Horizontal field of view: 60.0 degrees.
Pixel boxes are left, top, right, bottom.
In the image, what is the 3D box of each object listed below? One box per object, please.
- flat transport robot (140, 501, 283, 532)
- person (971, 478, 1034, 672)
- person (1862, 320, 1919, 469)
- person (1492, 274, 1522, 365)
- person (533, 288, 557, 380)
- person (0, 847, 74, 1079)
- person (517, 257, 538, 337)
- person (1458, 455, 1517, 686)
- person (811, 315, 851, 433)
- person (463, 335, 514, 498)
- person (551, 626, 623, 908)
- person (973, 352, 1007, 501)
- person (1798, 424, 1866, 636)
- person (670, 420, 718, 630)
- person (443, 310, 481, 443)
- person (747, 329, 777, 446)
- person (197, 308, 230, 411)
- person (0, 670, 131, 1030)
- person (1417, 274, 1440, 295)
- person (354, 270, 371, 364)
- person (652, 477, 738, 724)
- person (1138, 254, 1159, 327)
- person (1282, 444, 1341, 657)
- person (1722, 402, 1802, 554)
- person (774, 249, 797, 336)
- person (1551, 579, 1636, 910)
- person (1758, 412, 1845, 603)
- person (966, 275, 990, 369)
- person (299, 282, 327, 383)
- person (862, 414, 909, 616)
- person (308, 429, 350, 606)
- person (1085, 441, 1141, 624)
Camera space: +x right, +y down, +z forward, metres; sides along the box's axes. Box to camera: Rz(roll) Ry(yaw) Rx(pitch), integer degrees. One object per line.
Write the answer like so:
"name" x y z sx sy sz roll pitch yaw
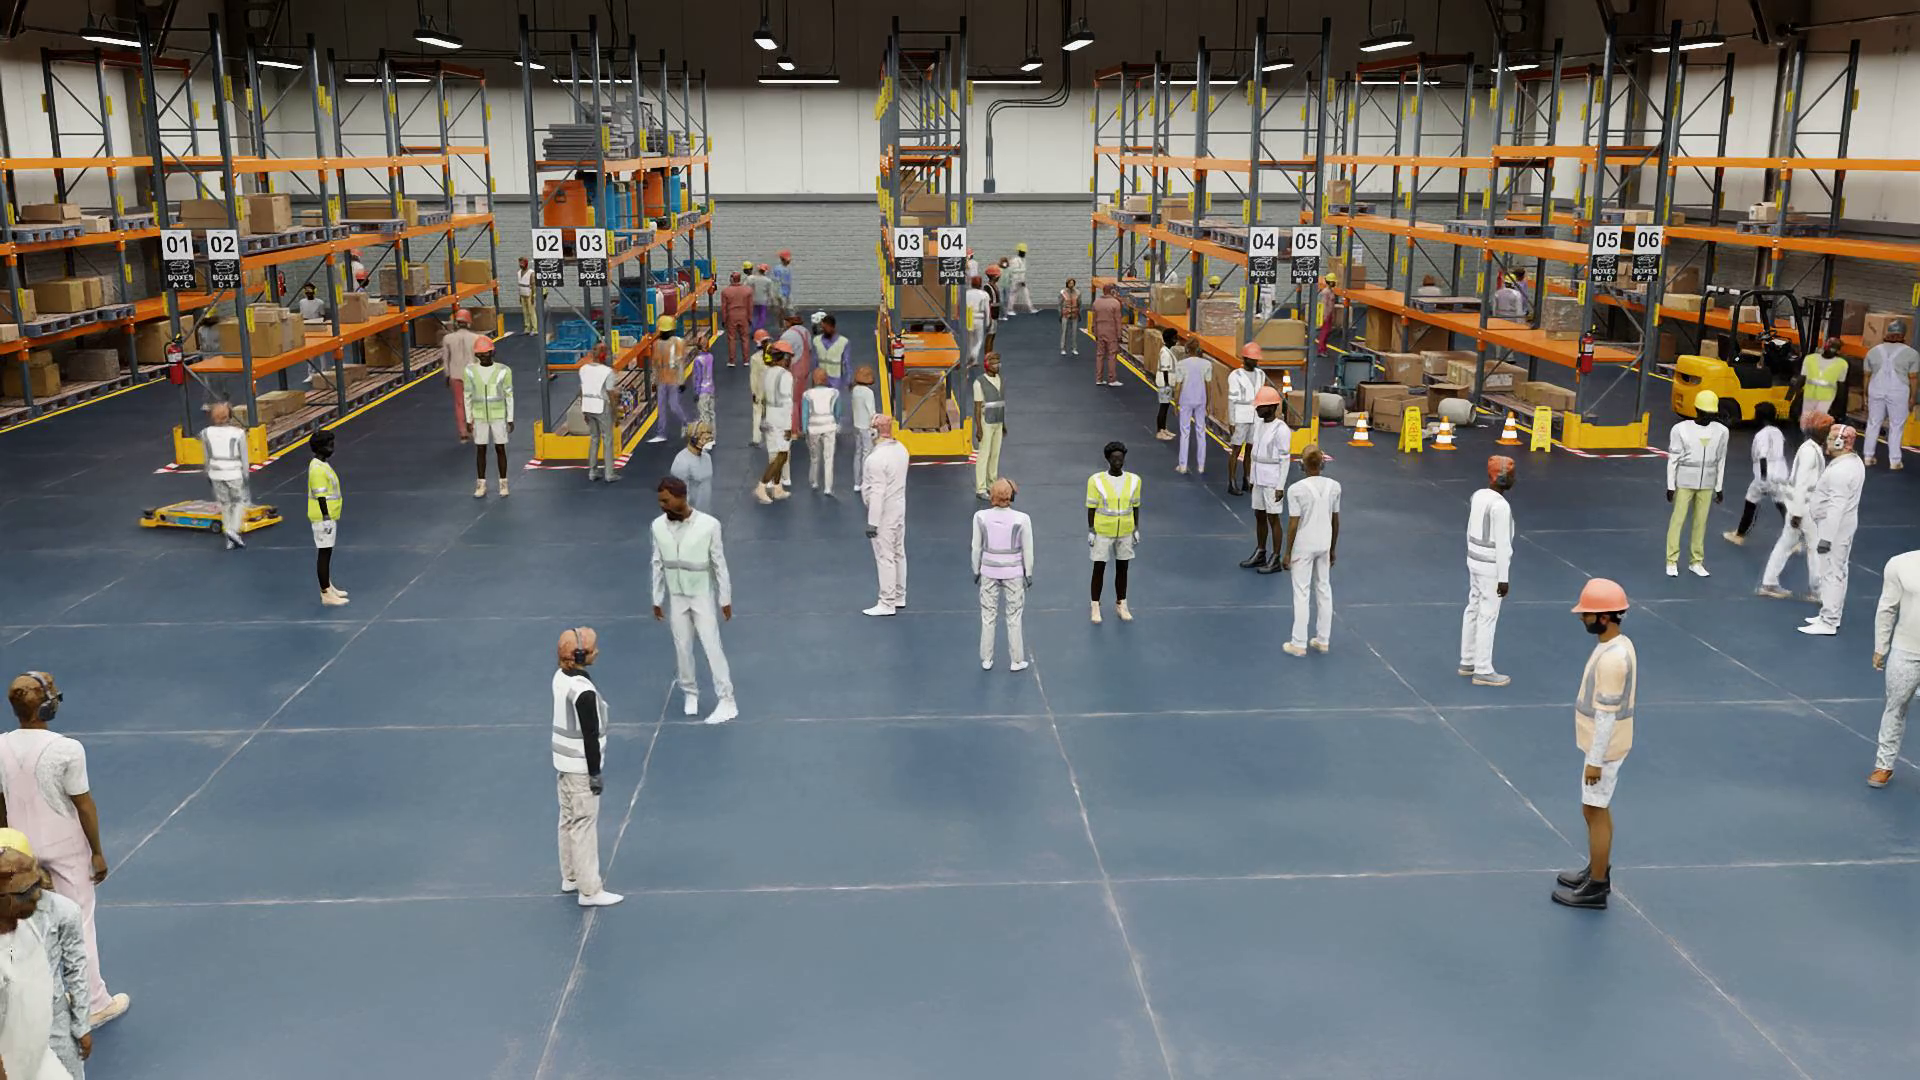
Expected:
"flat transport robot" -8.668 -0.283 19.257 1.431 0.197 0.652 4 14 16
"person" 0.354 0.297 13.869 0.524 1.639 0.306 3 14 14
"person" 12.737 -2.004 22.755 0.535 2.000 0.686 -12 18 -40
"person" 11.037 -4.443 33.535 0.597 1.832 0.404 12 18 42
"person" -7.839 -3.890 31.363 0.349 1.759 0.522 0 13 -1
"person" -3.420 2.007 6.249 0.851 1.809 0.553 -1 13 -5
"person" -10.051 -5.654 38.668 0.560 1.836 0.390 11 17 38
"person" 4.322 0.241 13.582 0.337 1.882 0.583 -2 13 -7
"person" -1.908 -2.458 25.052 0.621 1.890 0.788 5 14 21
"person" -5.874 -1.536 20.767 0.609 2.044 0.395 -2 13 -7
"person" -2.192 1.301 9.612 0.315 1.641 0.515 -8 15 -31
"person" 0.371 -1.429 20.737 0.377 1.844 0.570 10 16 36
"person" 7.832 -0.093 14.948 0.400 1.910 0.643 11 17 38
"person" -2.410 -0.141 15.132 0.389 1.925 0.624 4 14 16
"person" -7.401 -2.468 24.910 0.632 1.940 0.995 -2 13 -8
"person" -2.823 -2.207 24.286 0.598 1.732 0.603 -12 18 -42
"person" -12.457 -3.003 27.723 0.495 1.702 0.842 -1 13 -6
"person" -4.464 1.533 8.192 0.506 1.846 0.345 1 13 4
"person" 10.165 -4.958 36.165 0.501 1.623 0.381 -1 13 -5
"person" -11.871 -4.414 33.185 0.361 1.939 0.542 -2 13 -10
"person" -2.053 0.448 12.738 0.713 1.885 0.522 5 14 19
"person" 4.603 -5.995 40.167 0.575 1.794 0.981 -10 17 -37
"person" 3.009 0.094 14.297 0.505 1.842 0.345 -5 14 -19
"person" 8.769 -0.668 17.994 0.530 1.629 0.910 -8 16 -31
"person" -4.037 -5.719 38.539 0.440 2.023 0.611 8 15 31
"person" 3.664 1.166 9.589 0.388 1.924 0.549 5 14 21
"person" 8.133 -0.304 15.922 0.780 1.855 0.635 6 14 23
"person" 0.281 -4.285 32.810 0.582 1.863 0.587 5 14 19
"person" -12.069 -3.869 31.015 0.528 1.876 0.323 1 13 5
"person" -0.720 -0.236 15.570 0.399 1.902 0.642 5 14 22
"person" -6.077 -0.218 15.936 0.319 1.693 0.532 -5 14 -19
"person" 1.411 -0.073 15.315 0.533 1.697 0.318 -3 14 -13
